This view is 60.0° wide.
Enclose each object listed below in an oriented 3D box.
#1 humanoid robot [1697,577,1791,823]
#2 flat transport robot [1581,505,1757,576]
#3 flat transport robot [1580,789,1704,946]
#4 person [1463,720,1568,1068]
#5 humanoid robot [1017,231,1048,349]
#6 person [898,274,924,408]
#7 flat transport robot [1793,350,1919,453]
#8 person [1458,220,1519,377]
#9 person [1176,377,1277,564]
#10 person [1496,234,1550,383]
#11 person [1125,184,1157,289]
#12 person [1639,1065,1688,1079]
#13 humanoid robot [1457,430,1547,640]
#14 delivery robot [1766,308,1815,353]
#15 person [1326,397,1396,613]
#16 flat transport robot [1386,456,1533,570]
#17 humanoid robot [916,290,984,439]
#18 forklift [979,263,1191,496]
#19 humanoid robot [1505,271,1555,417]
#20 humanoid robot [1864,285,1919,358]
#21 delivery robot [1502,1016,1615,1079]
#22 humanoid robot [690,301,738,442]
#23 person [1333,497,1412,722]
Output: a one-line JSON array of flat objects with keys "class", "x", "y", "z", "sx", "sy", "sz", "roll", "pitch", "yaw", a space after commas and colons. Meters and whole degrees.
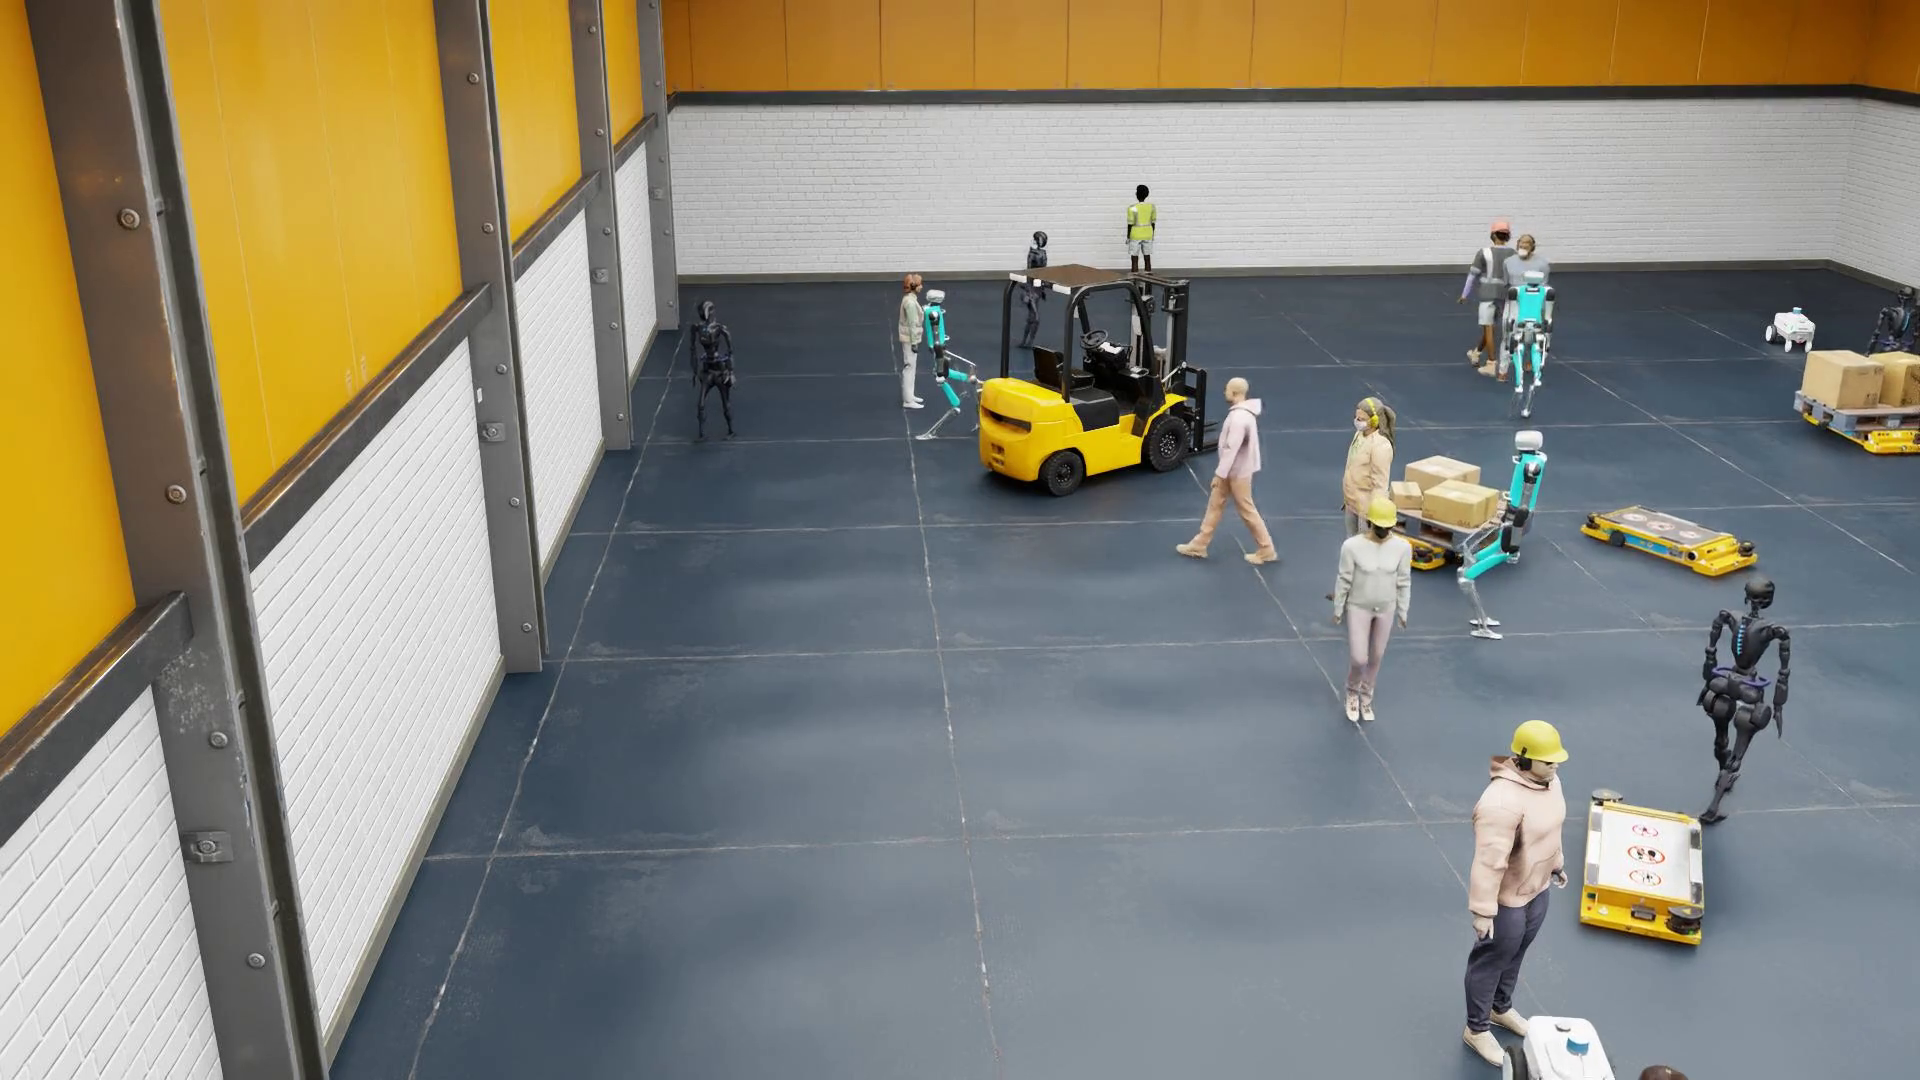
[{"class": "humanoid robot", "x": 5.124, "y": 1.010, "z": 10.889, "sx": 0.751, "sy": 1.624, "sz": 0.589, "roll": -16, "pitch": 26, "yaw": -37}, {"class": "flat transport robot", "x": 6.660, "y": -0.010, "z": 15.655, "sx": 0.659, "sy": 0.231, "sz": 1.431, "roll": -13, "pitch": 24, "yaw": -31}, {"class": "flat transport robot", "x": 4.191, "y": 1.987, "z": 10.214, "sx": 0.659, "sy": 0.231, "sz": 1.431, "roll": 8, "pitch": 22, "yaw": 20}, {"class": "person", "x": 2.821, "y": 1.762, "z": 8.506, "sx": 0.795, "sy": 1.867, "sz": 0.409, "roll": -19, "pitch": 27, "yaw": -41}, {"class": "humanoid robot", "x": 1.007, "y": -3.443, "z": 22.977, "sx": 0.430, "sy": 1.646, "sz": 0.610, "roll": 9, "pitch": 22, "yaw": 24}, {"class": "person", "x": -0.593, "y": -2.426, "z": 20.261, "sx": 0.313, "sy": 1.632, "sz": 0.519, "roll": -1, "pitch": 20, "yaw": -3}, {"class": "flat transport robot", "x": 10.427, "y": -1.293, "z": 19.151, "sx": 0.659, "sy": 0.231, "sz": 1.431, "roll": -2, "pitch": 20, "yaw": -5}, {"class": "person", "x": 6.939, "y": -3.202, "z": 21.865, "sx": 0.635, "sy": 1.981, "sz": 1.010, "roll": -5, "pitch": 21, "yaw": -14}, {"class": "person", "x": 2.508, "y": -0.628, "z": 15.212, "sx": 0.925, "sy": 1.732, "sz": 0.526, "roll": 2, "pitch": 20, "yaw": 6}, {"class": "person", "x": 7.285, "y": -3.021, "z": 21.484, "sx": 0.631, "sy": 1.912, "sz": 0.850, "roll": 15, "pitch": 25, "yaw": 35}, {"class": "person", "x": 2.915, "y": -4.882, "z": 26.851, "sx": 0.535, "sy": 1.699, "sz": 0.318, "roll": -7, "pitch": 21, "yaw": -19}, {"class": "person", "x": 2.470, "y": 2.721, "z": 6.077, "sx": 0.498, "sy": 1.744, "sz": 0.823, "roll": -4, "pitch": 21, "yaw": -11}, {"class": "humanoid robot", "x": 4.350, "y": -0.062, "z": 13.598, "sx": 0.705, "sy": 1.737, "sz": 0.534, "roll": 5, "pitch": 21, "yaw": 14}, {"class": "delivery robot", "x": 11.646, "y": -2.945, "z": 23.238, "sx": 0.499, "sy": 0.596, "sz": 0.795, "roll": 3, "pitch": 20, "yaw": 7}, {"class": "person", "x": 3.445, "y": -0.304, "z": 14.132, "sx": 0.413, "sy": 1.875, "sz": 0.549, "roll": -5, "pitch": 21, "yaw": -13}, {"class": "flat transport robot", "x": 4.570, "y": -0.028, "z": 15.702, "sx": 1.431, "sy": 0.231, "sz": 0.659, "roll": -15, "pitch": 25, "yaw": -35}, {"class": "humanoid robot", "x": 0.008, "y": -1.971, "z": 18.958, "sx": 1.035, "sy": 1.780, "sz": 0.531, "roll": -2, "pitch": 20, "yaw": -5}, {"class": "forklift", "x": 1.315, "y": -1.764, "z": 17.646, "sx": 2.313, "sy": 2.155, "sz": 1.214, "roll": -14, "pitch": 24, "yaw": -33}, {"class": "humanoid robot", "x": 6.687, "y": -2.223, "z": 19.585, "sx": 0.547, "sy": 1.794, "sz": 0.811, "roll": 5, "pitch": 21, "yaw": 12}, {"class": "humanoid robot", "x": 10.934, "y": -2.190, "z": 19.594, "sx": 0.608, "sy": 1.639, "sz": 0.612, "roll": -1, "pitch": 20, "yaw": -4}, {"class": "delivery robot", "x": 2.948, "y": 2.639, "z": 8.029, "sx": 0.499, "sy": 0.600, "sz": 0.804, "roll": 2, "pitch": 20, "yaw": 6}, {"class": "humanoid robot", "x": -2.783, "y": -1.896, "z": 18.778, "sx": 0.598, "sy": 1.635, "sz": 0.630, "roll": 9, "pitch": 22, "yaw": 23}, {"class": "person", "x": 2.991, "y": 0.520, "z": 12.050, "sx": 0.529, "sy": 1.750, "sz": 0.448, "roll": -2, "pitch": 20, "yaw": -5}]
